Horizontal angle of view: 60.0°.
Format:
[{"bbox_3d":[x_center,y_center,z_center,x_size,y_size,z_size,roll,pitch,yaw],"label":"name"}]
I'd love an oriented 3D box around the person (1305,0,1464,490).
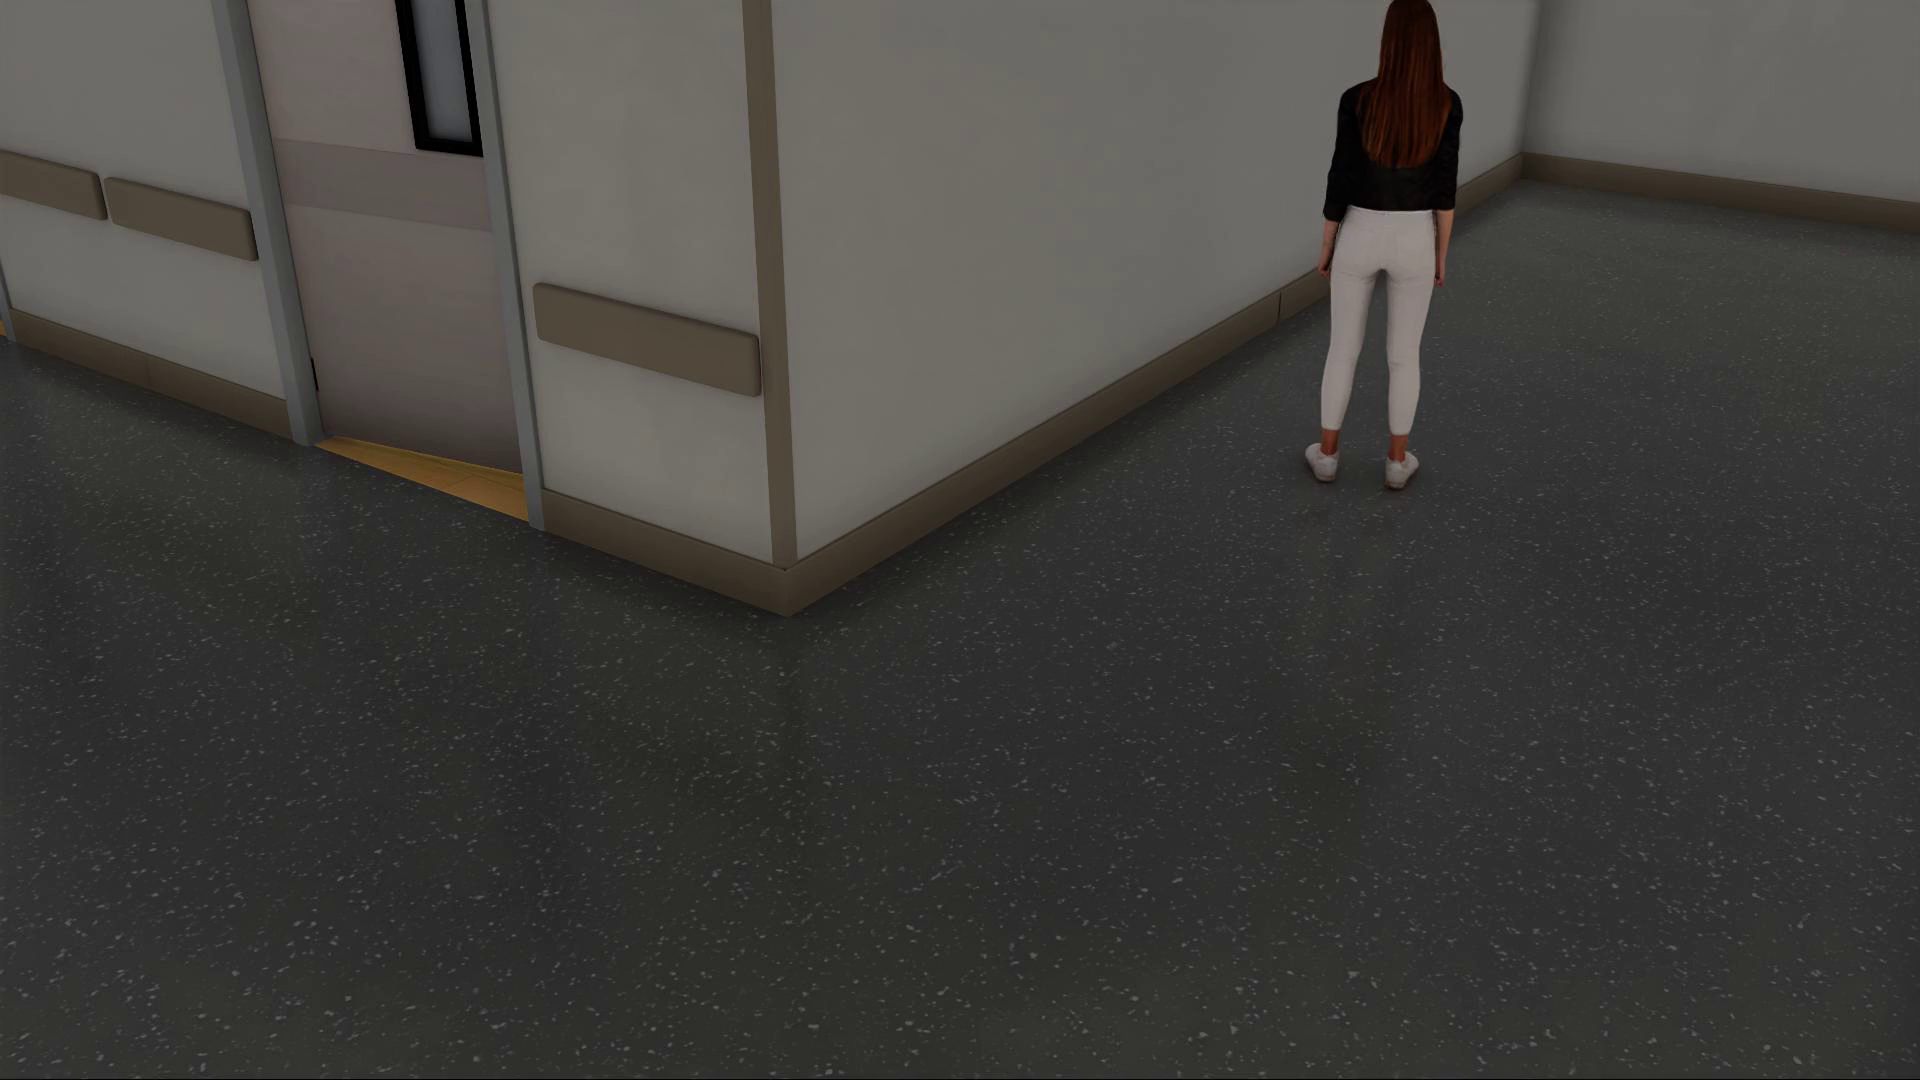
[{"bbox_3d":[1.490,-1.018,5.829,0.672,1.693,0.668,7,27,13],"label":"person"}]
